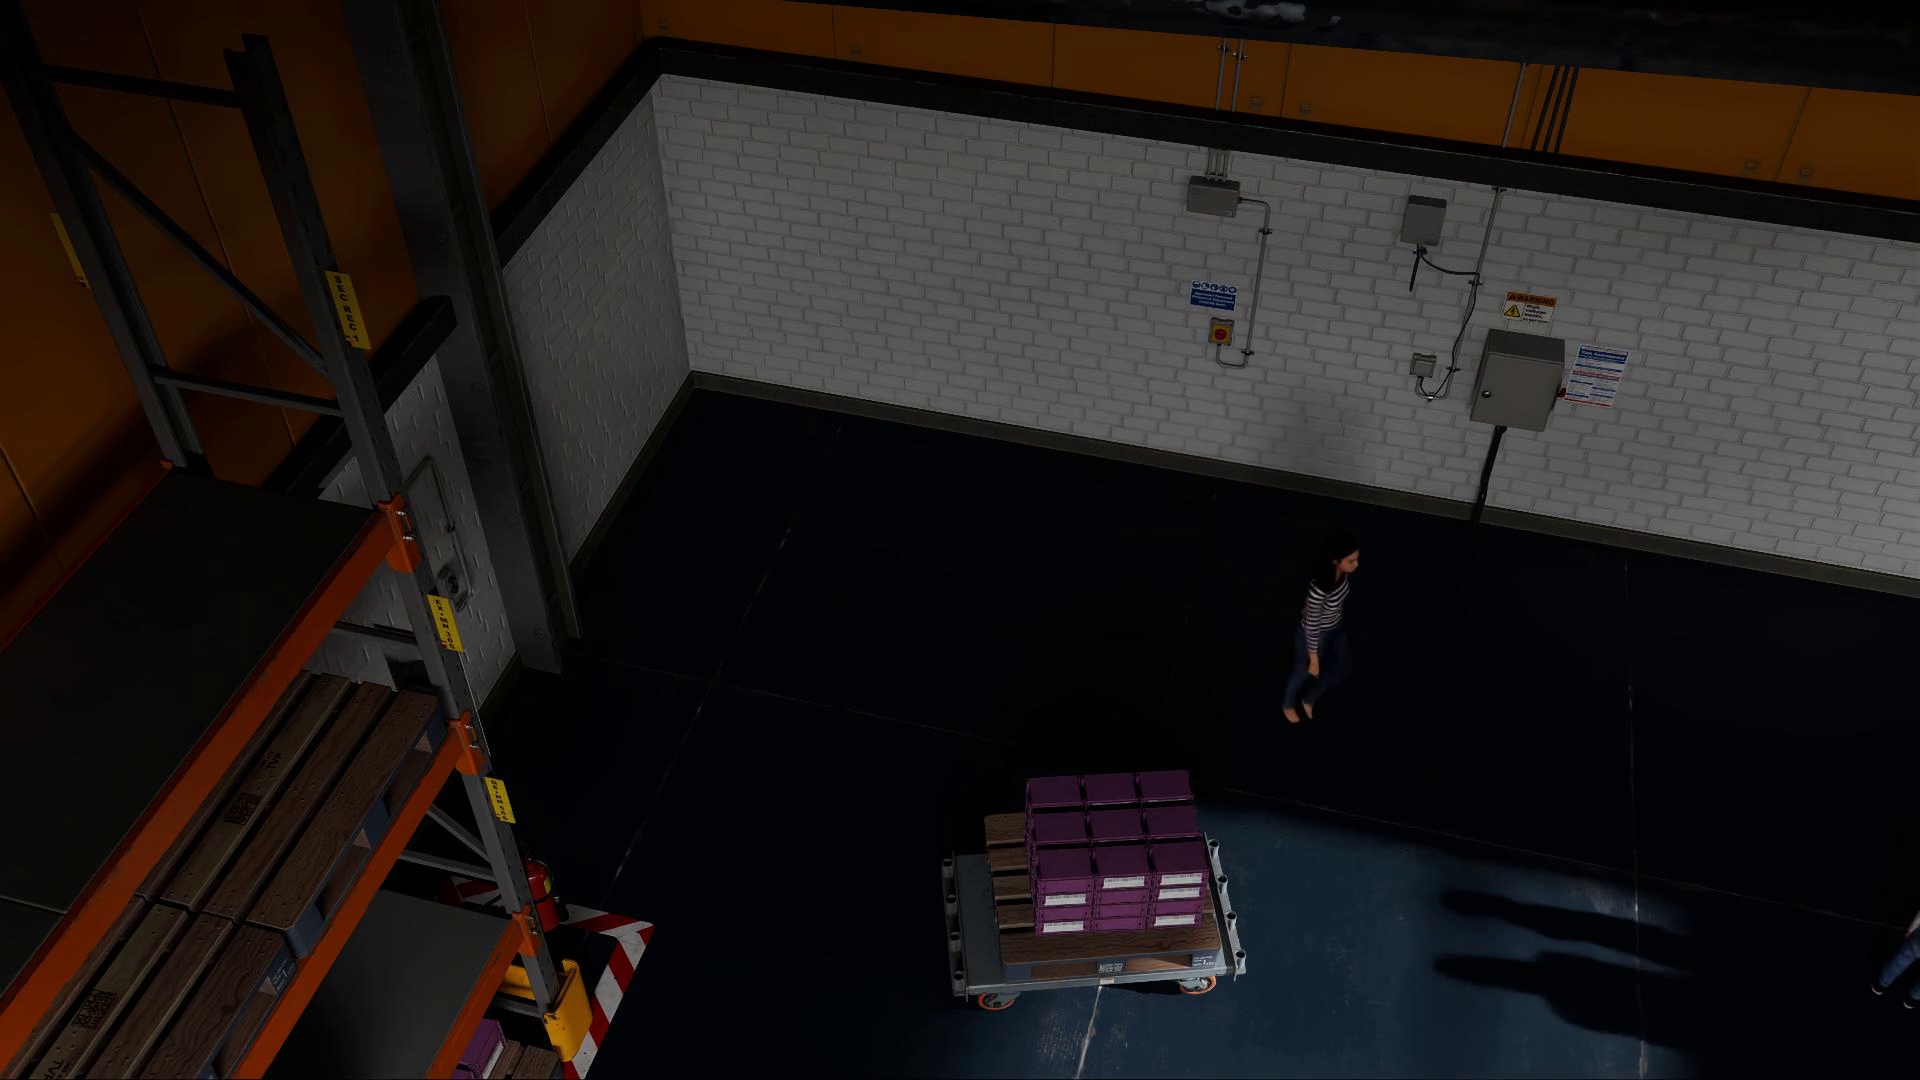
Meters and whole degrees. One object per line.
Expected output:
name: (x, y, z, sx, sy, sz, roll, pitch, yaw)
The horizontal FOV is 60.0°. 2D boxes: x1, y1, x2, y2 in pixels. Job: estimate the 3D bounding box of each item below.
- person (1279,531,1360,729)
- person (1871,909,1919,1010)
person: (2.141, 0.570, 10.385, 0.780, 1.773, 0.678, 25, 49, 24)
person: (5.372, 2.158, 9.091, 0.539, 1.259, 0.571, 21, 47, 20)
